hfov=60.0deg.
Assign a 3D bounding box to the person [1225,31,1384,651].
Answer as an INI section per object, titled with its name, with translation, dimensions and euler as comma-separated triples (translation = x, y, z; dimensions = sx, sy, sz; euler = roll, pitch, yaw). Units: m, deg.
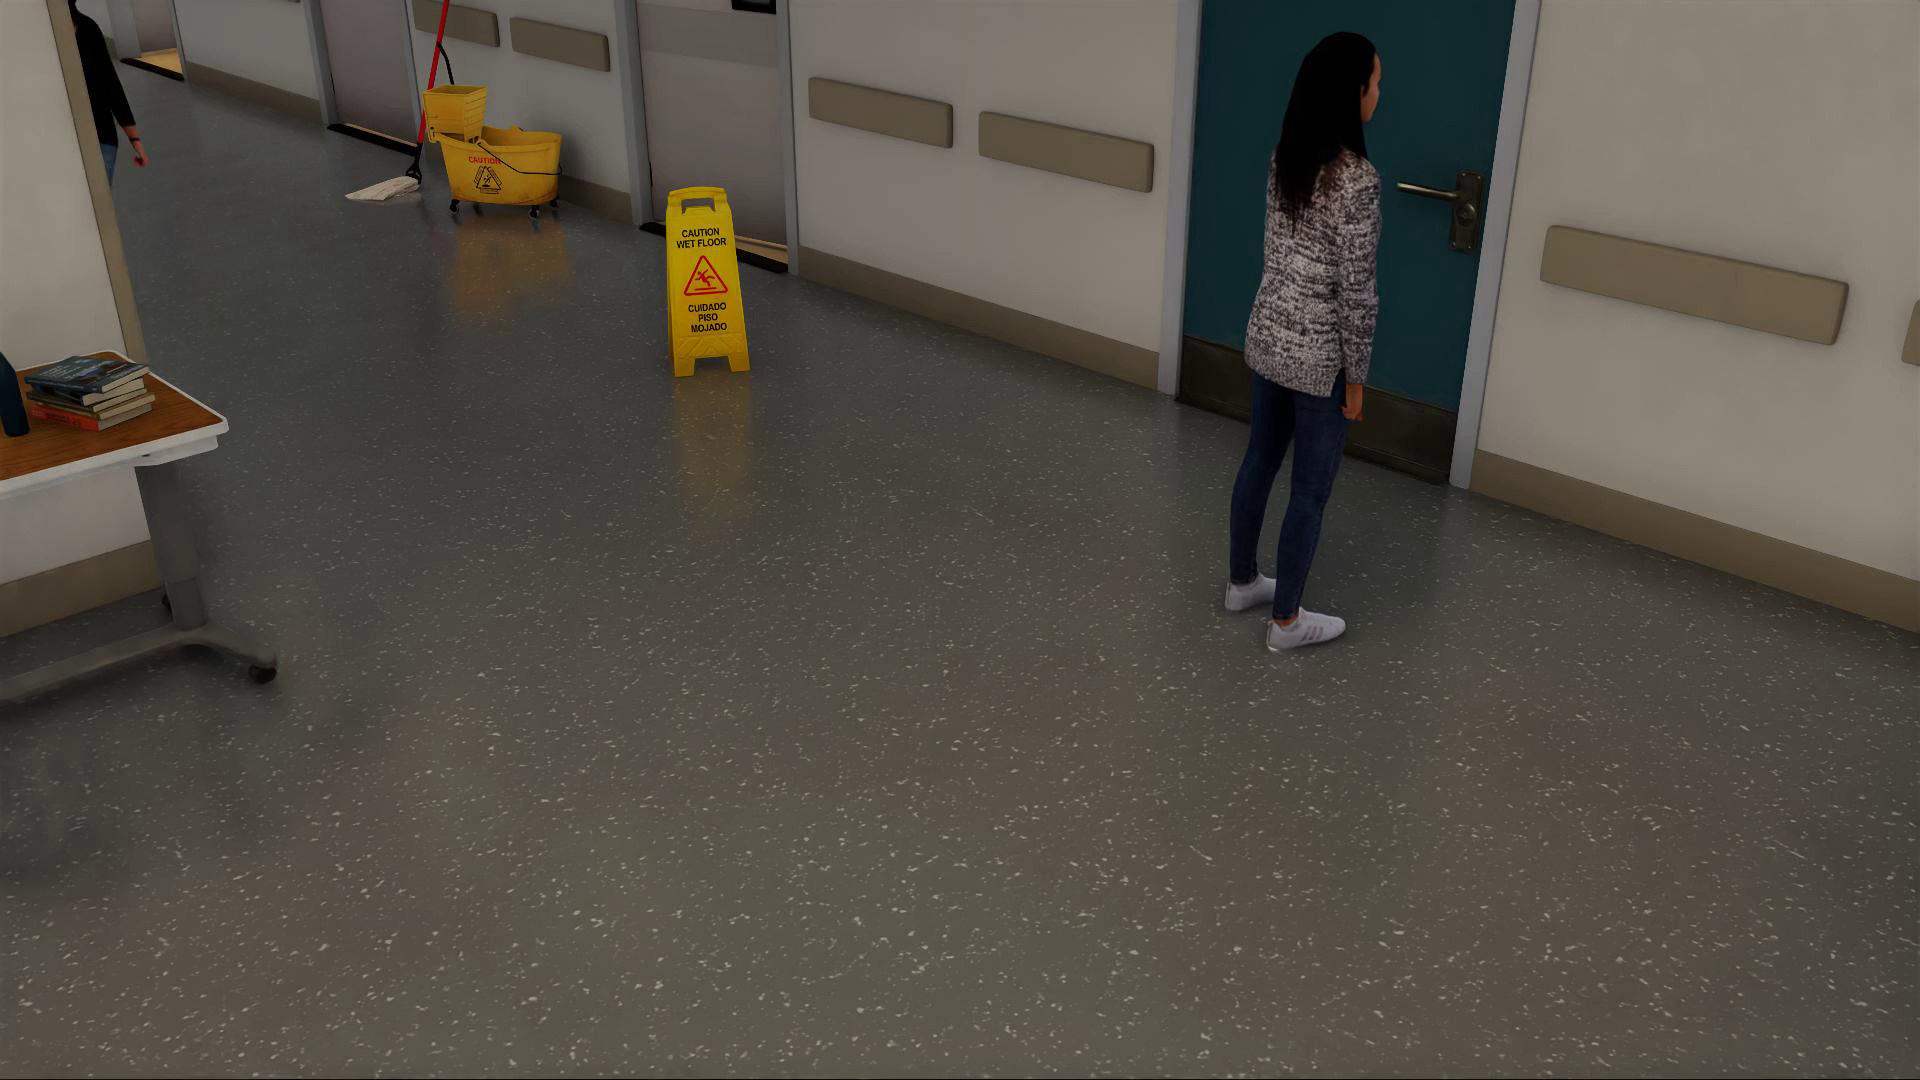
[person]
translation = 0.961, -0.539, 4.680
dimensions = 0.717, 1.731, 0.563
euler = -13, 29, -25
